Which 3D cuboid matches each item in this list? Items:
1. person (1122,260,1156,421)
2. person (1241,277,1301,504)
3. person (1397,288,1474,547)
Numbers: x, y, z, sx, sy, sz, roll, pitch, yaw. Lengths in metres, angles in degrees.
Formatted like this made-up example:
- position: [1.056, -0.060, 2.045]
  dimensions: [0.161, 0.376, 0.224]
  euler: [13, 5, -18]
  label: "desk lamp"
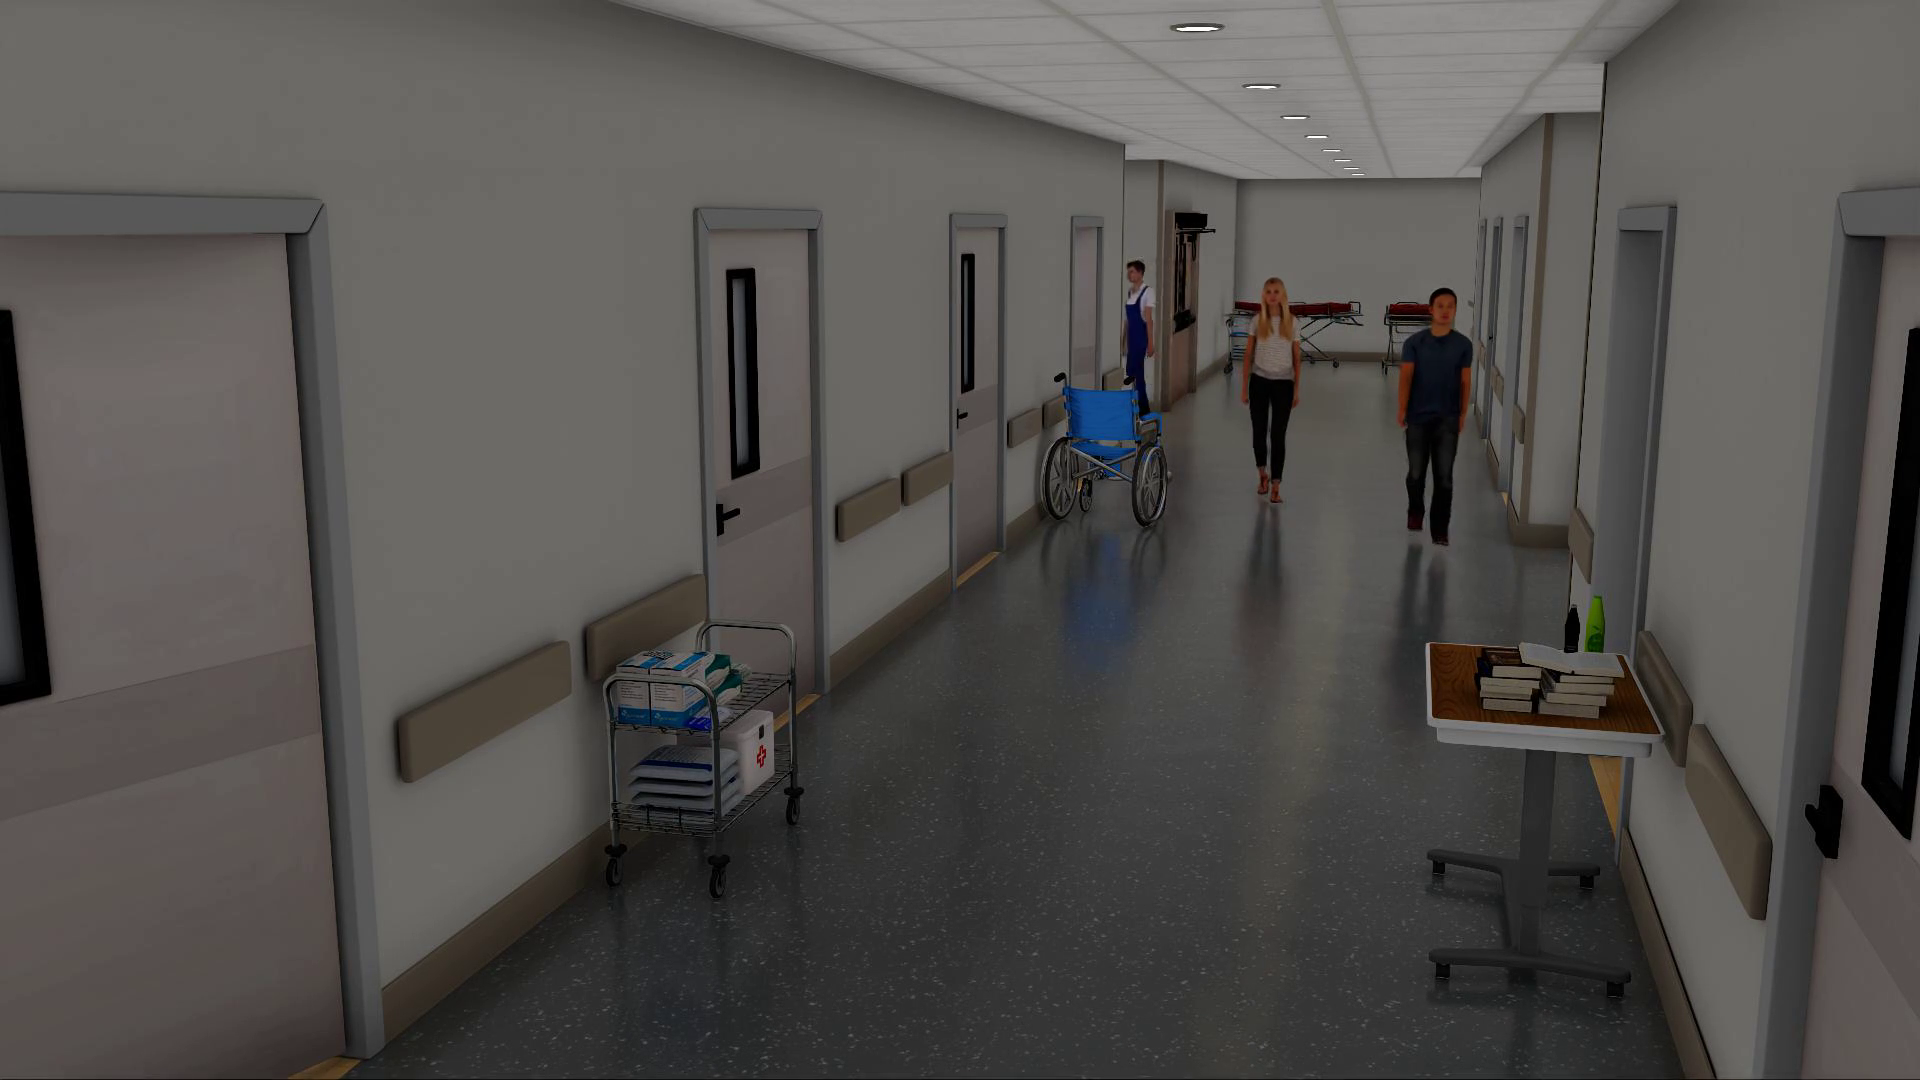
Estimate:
- position: [2.142, -2.293, 19.188]
  dimensions: [0.836, 1.833, 0.773]
  euler: [-6, 12, -28]
  label: "person"
- position: [2.547, -1.229, 13.664]
  dimensions: [0.666, 1.802, 1.006]
  euler: [2, 11, 11]
  label: "person"
- position: [3.337, -0.864, 11.834]
  dimensions: [0.665, 1.766, 1.152]
  euler: [2, 11, 12]
  label: "person"
